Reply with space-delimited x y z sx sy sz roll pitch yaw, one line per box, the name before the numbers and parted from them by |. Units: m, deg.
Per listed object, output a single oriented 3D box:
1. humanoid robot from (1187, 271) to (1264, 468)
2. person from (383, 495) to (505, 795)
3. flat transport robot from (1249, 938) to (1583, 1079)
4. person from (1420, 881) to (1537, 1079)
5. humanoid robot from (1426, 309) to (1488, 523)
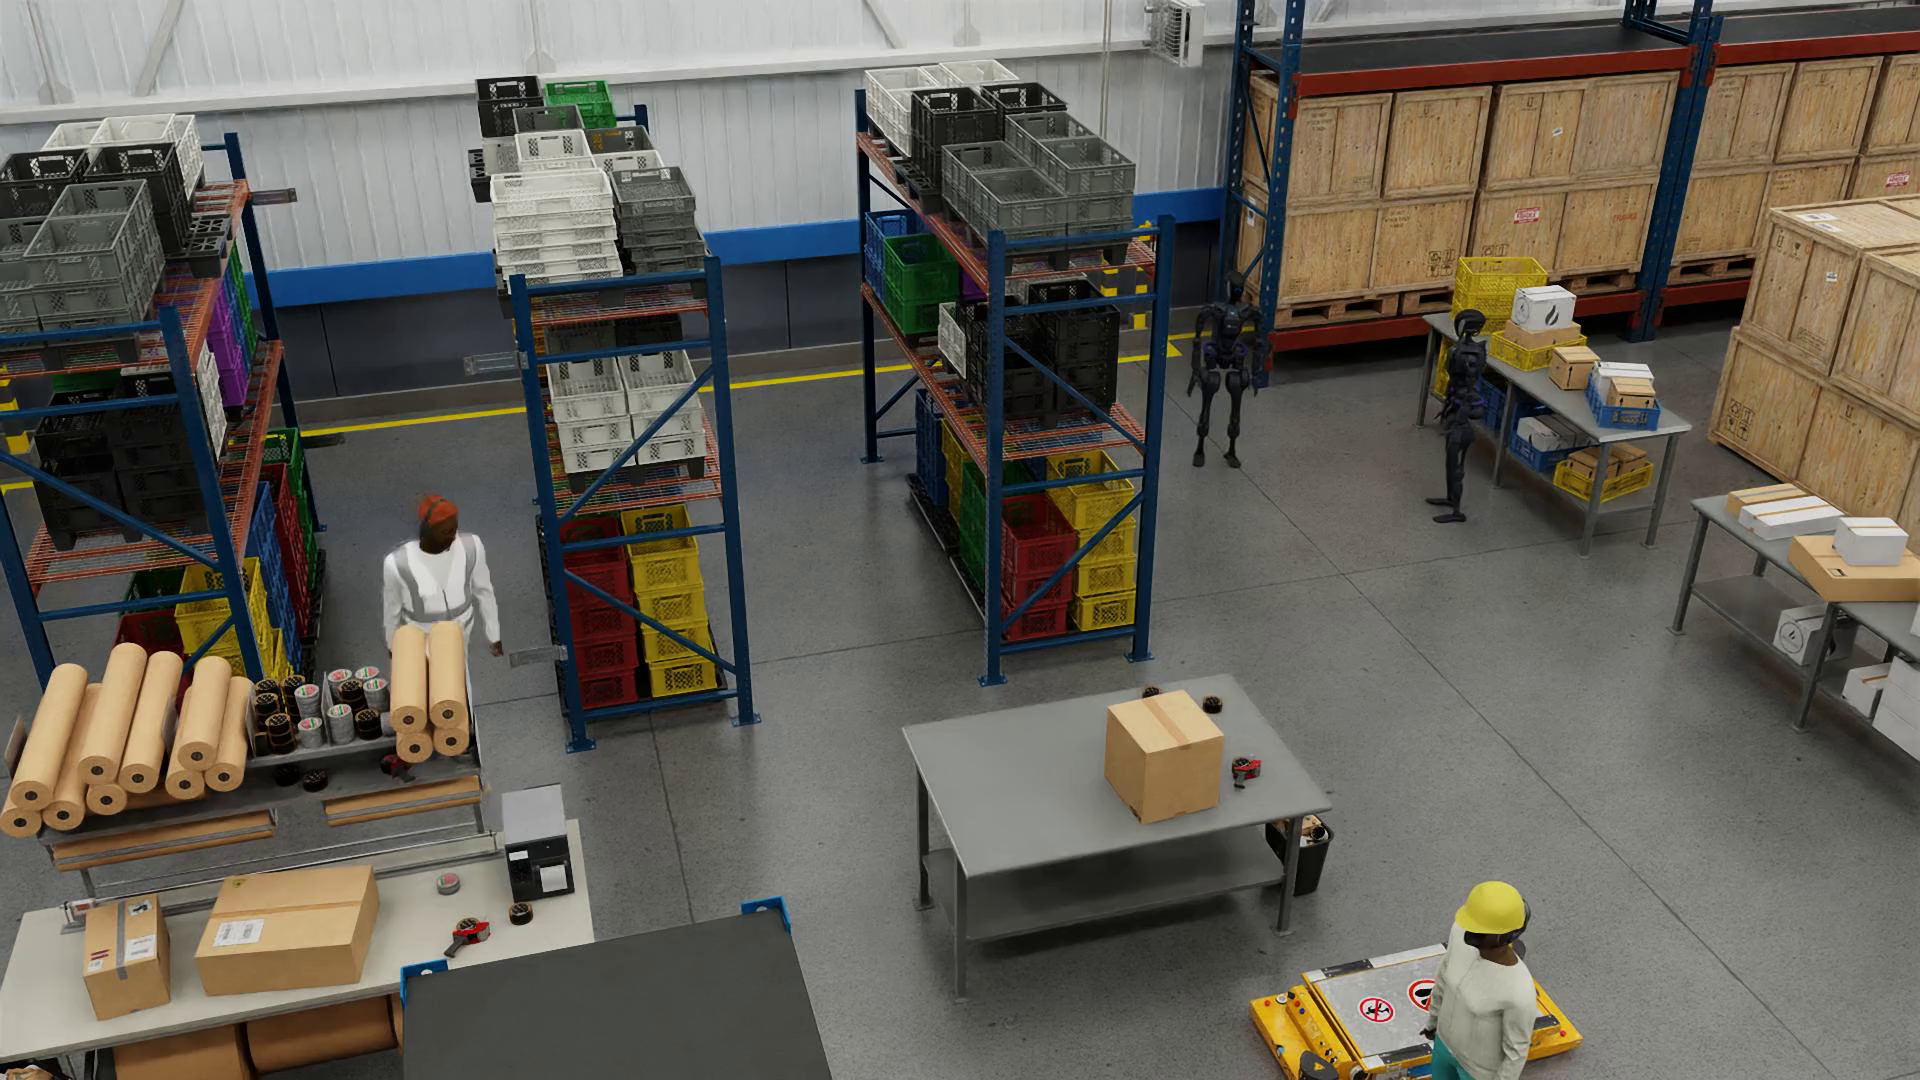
humanoid robot | 2.090 -1.342 13.138 0.570 1.653 0.341 1 29 2
person | -2.921 0.572 9.483 0.582 1.837 0.915 -22 36 -35
flat transport robot | 2.184 2.282 7.980 1.431 0.197 0.652 -8 30 -14
person | 2.072 2.099 6.786 0.312 1.768 0.526 -11 31 -18
humanoid robot | 3.708 -0.928 12.374 0.325 1.657 0.596 3 29 6
